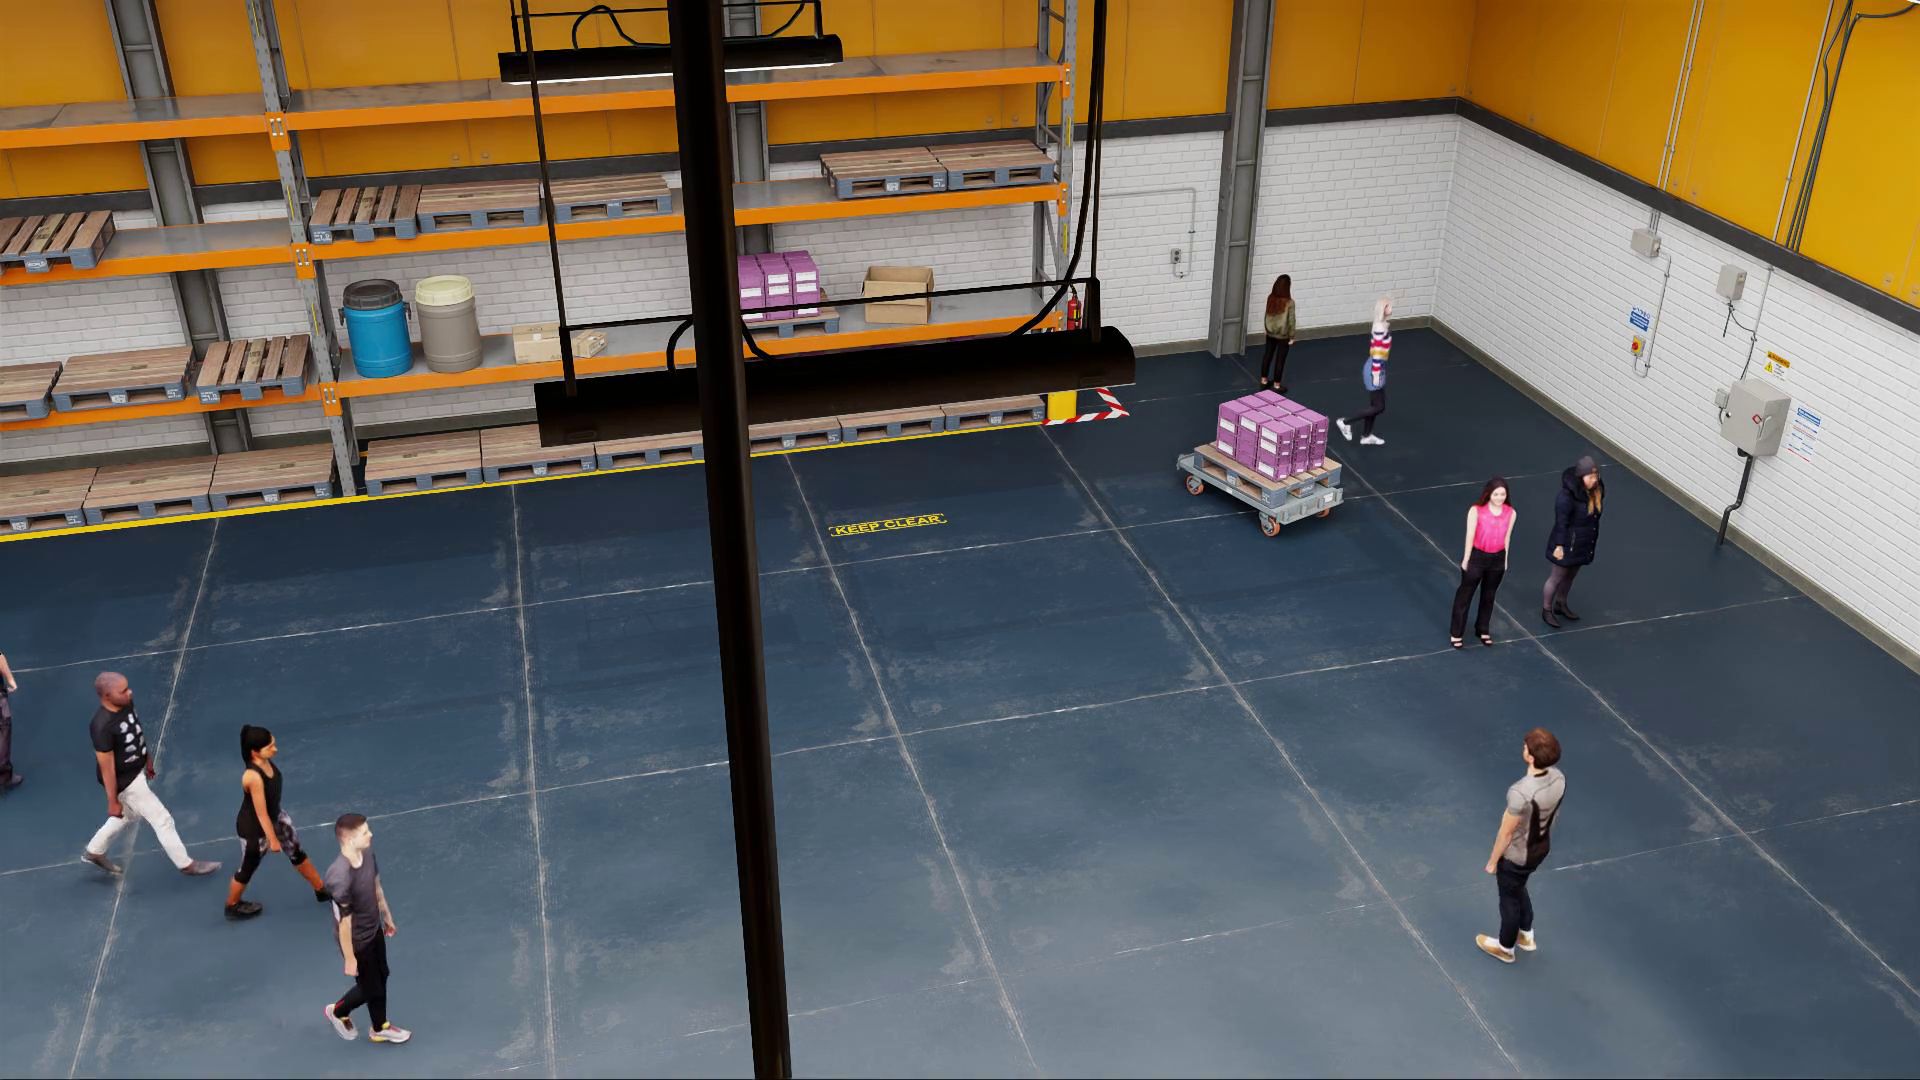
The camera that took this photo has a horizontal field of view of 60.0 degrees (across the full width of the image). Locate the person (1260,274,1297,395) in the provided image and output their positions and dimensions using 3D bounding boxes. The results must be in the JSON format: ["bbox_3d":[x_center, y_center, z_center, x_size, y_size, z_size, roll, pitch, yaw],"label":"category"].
[{"bbox_3d":[3.827,-2.485,20.003,0.660,1.476,0.654,-25,38,-38],"label":"person"}]

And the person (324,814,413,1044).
[{"bbox_3d":[-3.882,2.506,10.576,0.899,1.743,0.832,5,29,9],"label":"person"}]

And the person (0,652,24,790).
[{"bbox_3d":[-7.687,1.150,12.956,0.673,1.845,0.743,-7,29,-13],"label":"person"}]

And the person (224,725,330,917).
[{"bbox_3d":[-4.980,1.990,11.654,1.127,1.618,0.702,-5,29,-9],"label":"person"}]

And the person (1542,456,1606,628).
[{"bbox_3d":[5.608,-0.001,15.243,0.698,1.675,0.814,-17,33,-28],"label":"person"}]

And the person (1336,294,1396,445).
[{"bbox_3d":[4.554,-1.883,18.566,0.937,1.796,0.863,9,30,17],"label":"person"}]

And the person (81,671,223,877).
[{"bbox_3d":[-6.079,1.734,11.965,1.273,1.768,0.807,-4,29,-7],"label":"person"}]

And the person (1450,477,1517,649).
[{"bbox_3d":[4.696,0.196,14.897,0.498,1.660,0.670,-3,29,-6],"label":"person"}]

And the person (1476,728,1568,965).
[{"bbox_3d":[3.847,2.112,11.146,0.712,1.888,0.824,-18,33,-30],"label":"person"}]
